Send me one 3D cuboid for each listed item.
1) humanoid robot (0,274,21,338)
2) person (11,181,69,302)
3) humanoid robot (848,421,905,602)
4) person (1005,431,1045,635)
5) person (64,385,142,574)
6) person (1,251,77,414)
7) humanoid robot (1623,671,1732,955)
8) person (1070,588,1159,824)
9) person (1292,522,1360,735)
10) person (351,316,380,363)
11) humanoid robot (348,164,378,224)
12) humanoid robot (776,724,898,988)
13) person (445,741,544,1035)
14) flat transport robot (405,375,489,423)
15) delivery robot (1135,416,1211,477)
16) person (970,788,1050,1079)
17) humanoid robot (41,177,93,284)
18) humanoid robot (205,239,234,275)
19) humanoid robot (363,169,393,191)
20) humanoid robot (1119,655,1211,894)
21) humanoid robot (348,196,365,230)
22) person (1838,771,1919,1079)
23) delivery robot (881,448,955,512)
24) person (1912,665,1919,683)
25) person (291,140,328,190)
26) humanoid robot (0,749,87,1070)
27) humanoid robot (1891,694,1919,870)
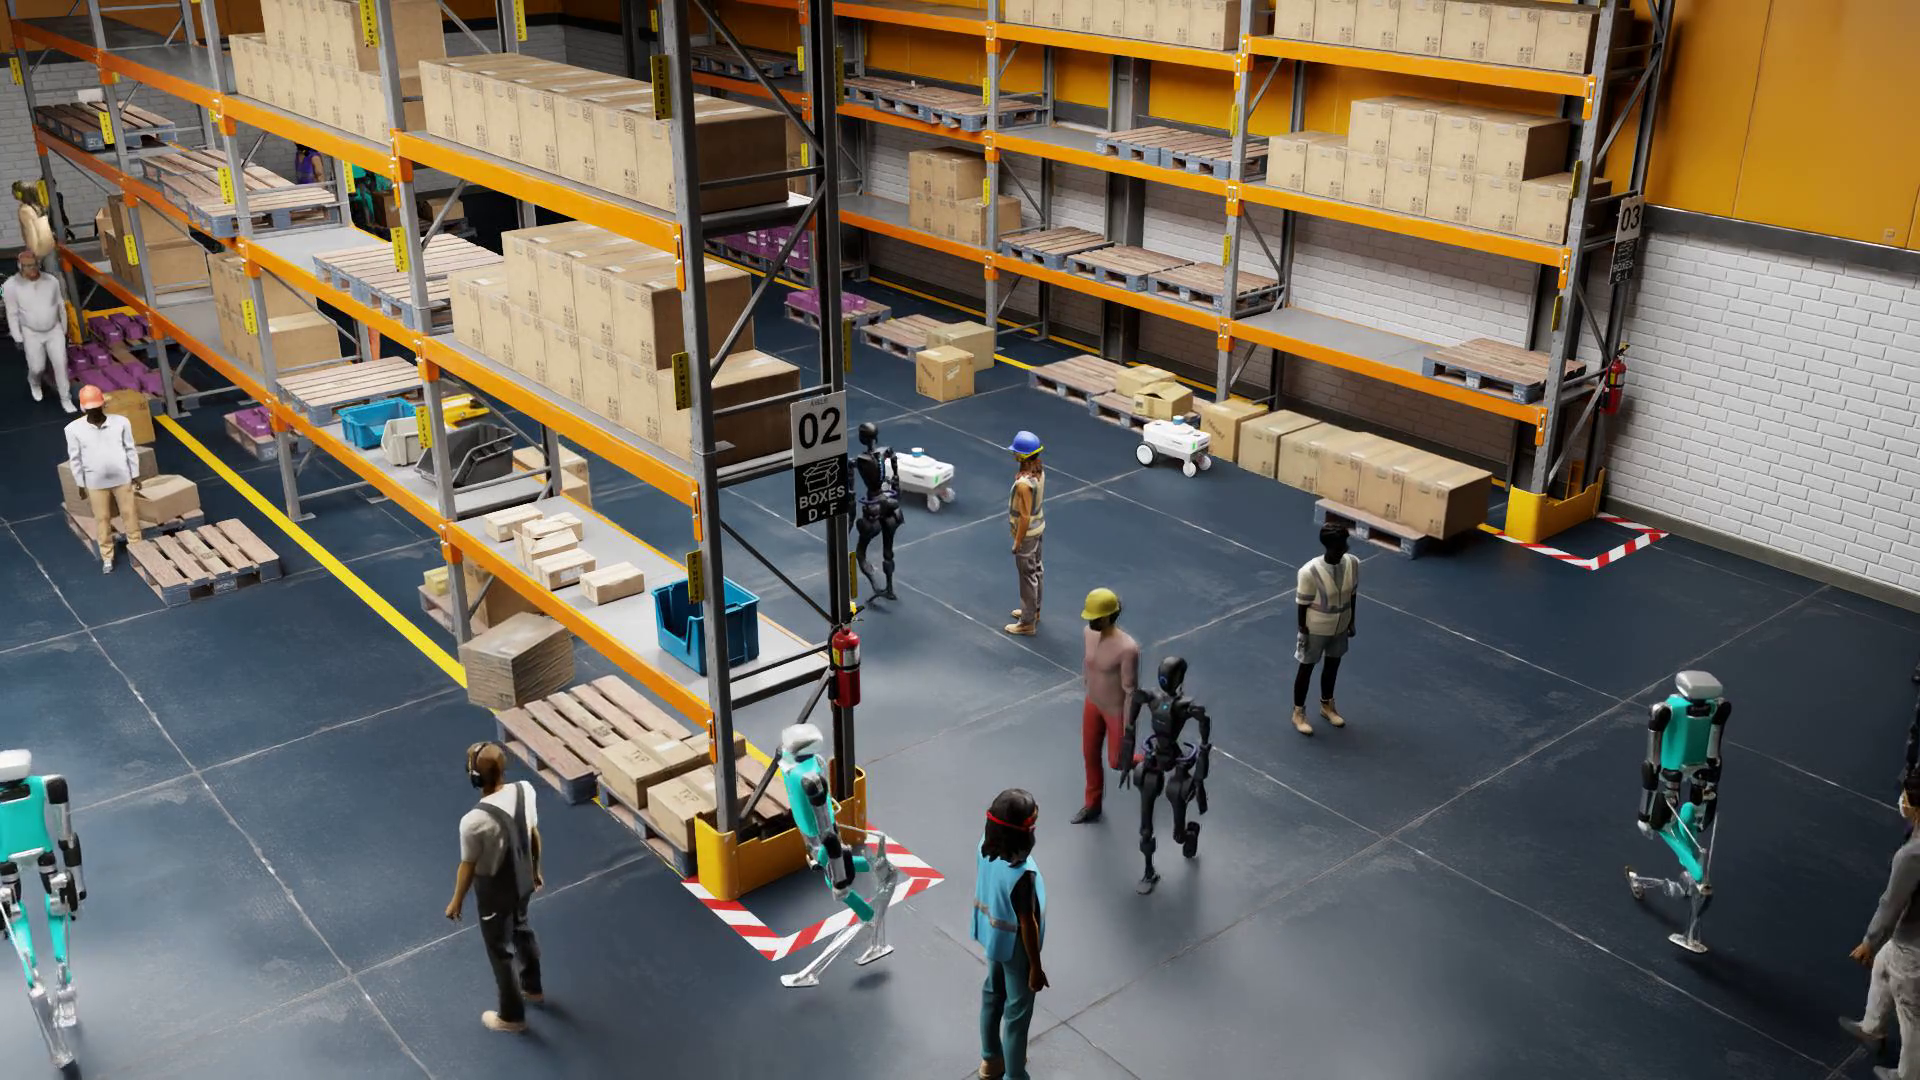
[{"bbox_3d":[-12.652,-3.397,21.633,0.557,1.732,0.968,10,25,21],"label":"humanoid robot"},{"bbox_3d":[-12.849,-4.043,23.021,0.770,1.851,0.581,0,23,1],"label":"person"},{"bbox_3d":[-0.706,-0.231,14.400,0.586,1.647,0.385,-18,29,-35],"label":"humanoid robot"},{"bbox_3d":[0.548,-0.063,13.883,0.306,1.780,0.461,7,24,15],"label":"person"},{"bbox_3d":[-7.729,-0.568,15.085,0.561,1.751,0.323,-15,28,-31],"label":"person"},{"bbox_3d":[-10.608,-2.412,19.185,0.652,1.889,0.696,-21,31,-40],"label":"person"},{"bbox_3d":[4.402,1.684,9.930,0.557,1.728,1.082,-6,24,-14],"label":"humanoid robot"},{"bbox_3d":[1.051,1.097,11.240,0.585,1.749,0.529,-19,30,-37],"label":"person"},{"bbox_3d":[2.714,0.641,12.366,0.533,1.691,0.319,-10,25,-22],"label":"person"},{"bbox_3d":[-7.170,-2.726,20.082,0.493,1.759,0.335,15,27,30],"label":"person"},{"bbox_3d":[-9.667,-5.673,26.989,0.557,1.779,0.842,-1,23,-2],"label":"humanoid robot"},{"bbox_3d":[-0.645,1.794,9.601,0.968,1.718,0.542,-11,26,-24],"label":"humanoid robot"},{"bbox_3d":[-2.584,1.923,9.225,0.488,1.838,0.532,12,26,25],"label":"person"},{"bbox_3d":[-6.178,-1.661,19.490,0.659,0.231,1.431,-21,31,-39],"label":"flat transport robot"},{"bbox_3d":[2.282,-1.029,17.661,0.774,0.592,0.499,21,31,39],"label":"delivery robot"},{"bbox_3d":[0.271,2.126,8.707,0.387,1.865,0.534,-12,26,-25],"label":"person"},{"bbox_3d":[-13.243,-4.527,24.403,0.774,1.622,0.613,3,24,7],"label":"humanoid robot"},{"bbox_3d":[-10.398,-4.023,23.138,1.028,1.730,0.539,4,24,9],"label":"humanoid robot"},{"bbox_3d":[-9.856,-6.230,28.271,0.685,1.818,0.541,9,25,20],"label":"humanoid robot"},{"bbox_3d":[1.330,1.426,10.577,0.608,1.633,0.587,12,26,25],"label":"humanoid robot"},{"bbox_3d":[-10.286,-5.914,27.570,0.551,1.636,0.608,-19,30,-38],"label":"humanoid robot"},{"bbox_3d":[5.009,2.068,8.841,0.568,1.860,0.787,-12,26,-27],"label":"person"},{"bbox_3d":[-0.447,-0.628,16.756,0.807,0.609,0.499,14,27,30],"label":"delivery robot"},{"bbox_3d":[7.813,0.264,12.952,0.547,1.924,0.387,13,27,28],"label":"person"},{"bbox_3d":[-10.292,-5.569,26.446,0.537,1.928,0.419,15,28,31],"label":"person"},{"bbox_3d":[-4.980,2.086,9.002,0.534,1.764,0.928,-13,27,-28],"label":"humanoid robot"},{"bbox_3d":[6.281,1.450,10.510,0.600,1.653,0.357,8,25,17],"label":"humanoid robot"}]
